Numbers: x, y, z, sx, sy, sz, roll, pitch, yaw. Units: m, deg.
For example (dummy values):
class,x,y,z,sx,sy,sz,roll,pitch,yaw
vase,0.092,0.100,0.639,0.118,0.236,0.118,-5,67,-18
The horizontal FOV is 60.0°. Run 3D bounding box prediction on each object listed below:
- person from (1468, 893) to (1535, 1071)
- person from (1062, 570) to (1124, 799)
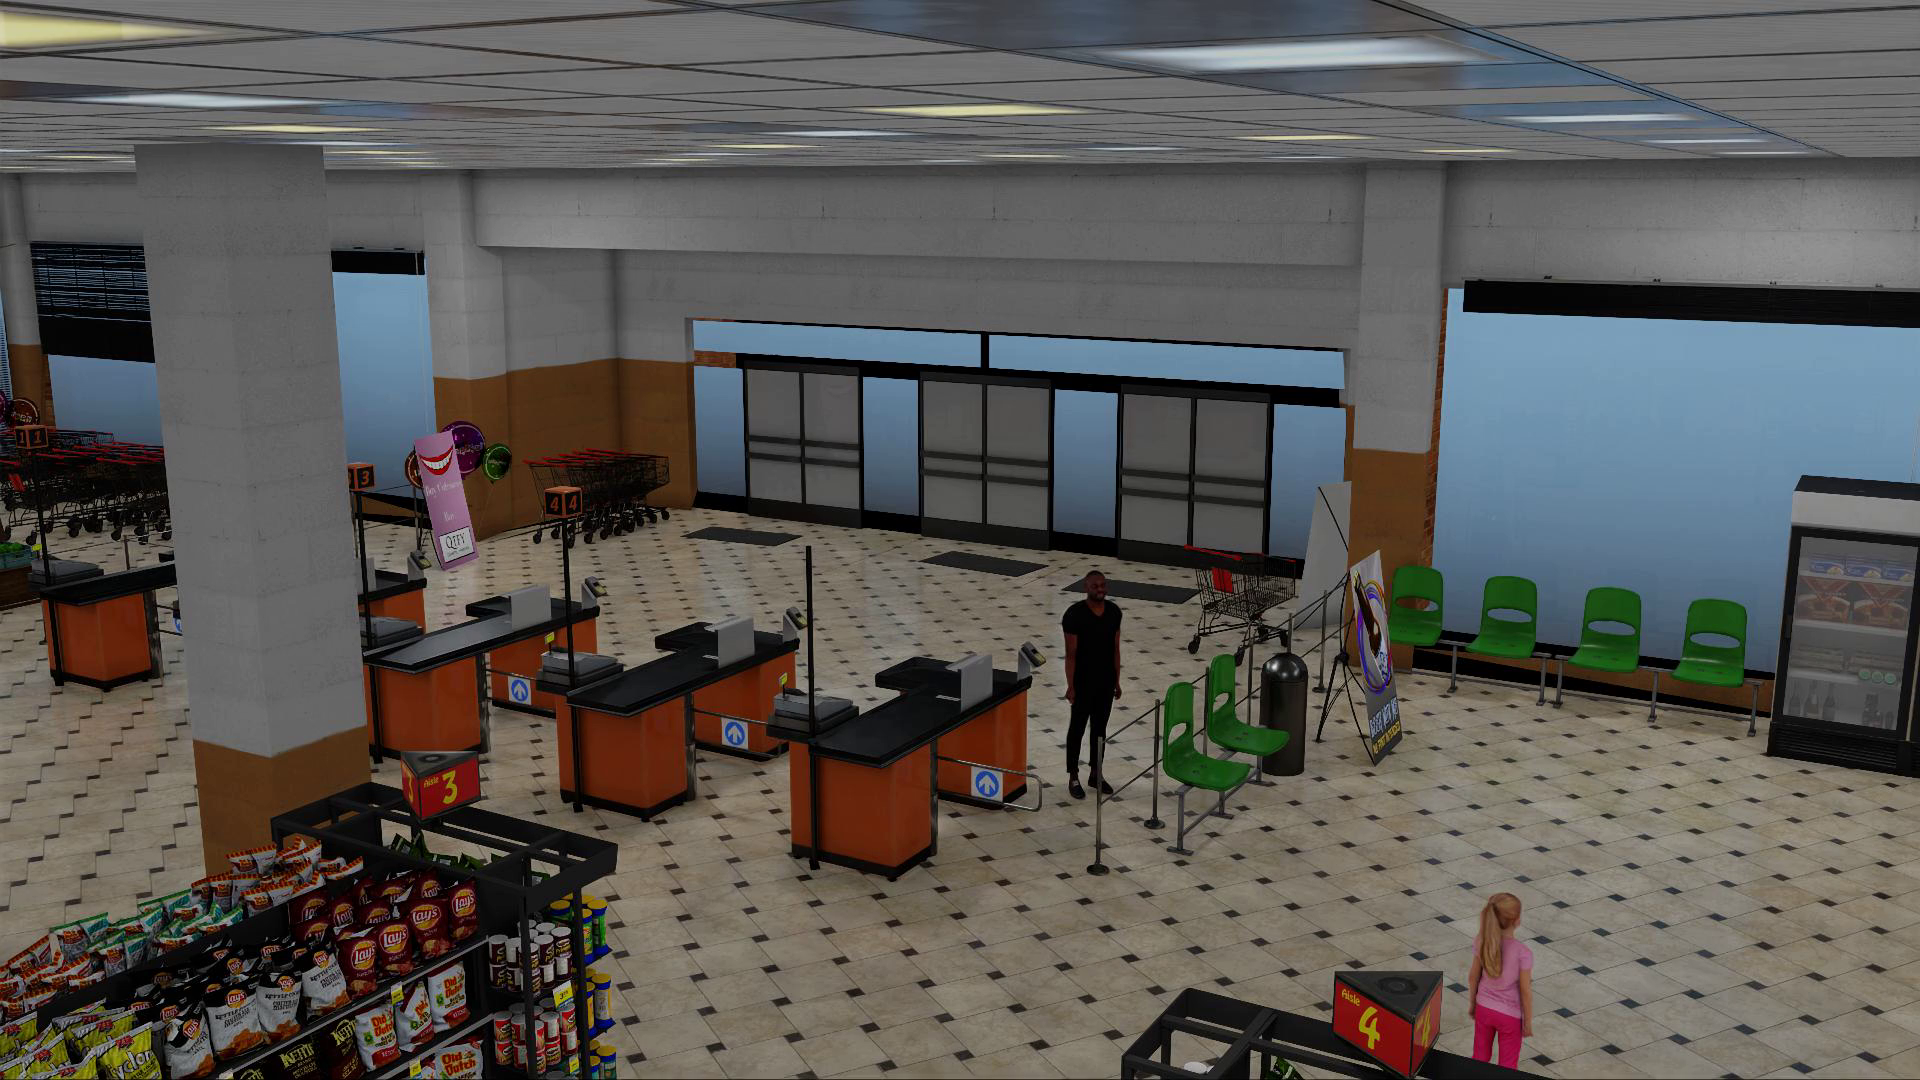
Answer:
class,x,y,z,sx,sy,sz,roll,pitch,yaw
person,2.744,2.398,8.473,0.558,1.272,0.542,-12,17,-44
person,1.046,1.123,13.203,0.716,1.819,0.809,-5,13,-22
